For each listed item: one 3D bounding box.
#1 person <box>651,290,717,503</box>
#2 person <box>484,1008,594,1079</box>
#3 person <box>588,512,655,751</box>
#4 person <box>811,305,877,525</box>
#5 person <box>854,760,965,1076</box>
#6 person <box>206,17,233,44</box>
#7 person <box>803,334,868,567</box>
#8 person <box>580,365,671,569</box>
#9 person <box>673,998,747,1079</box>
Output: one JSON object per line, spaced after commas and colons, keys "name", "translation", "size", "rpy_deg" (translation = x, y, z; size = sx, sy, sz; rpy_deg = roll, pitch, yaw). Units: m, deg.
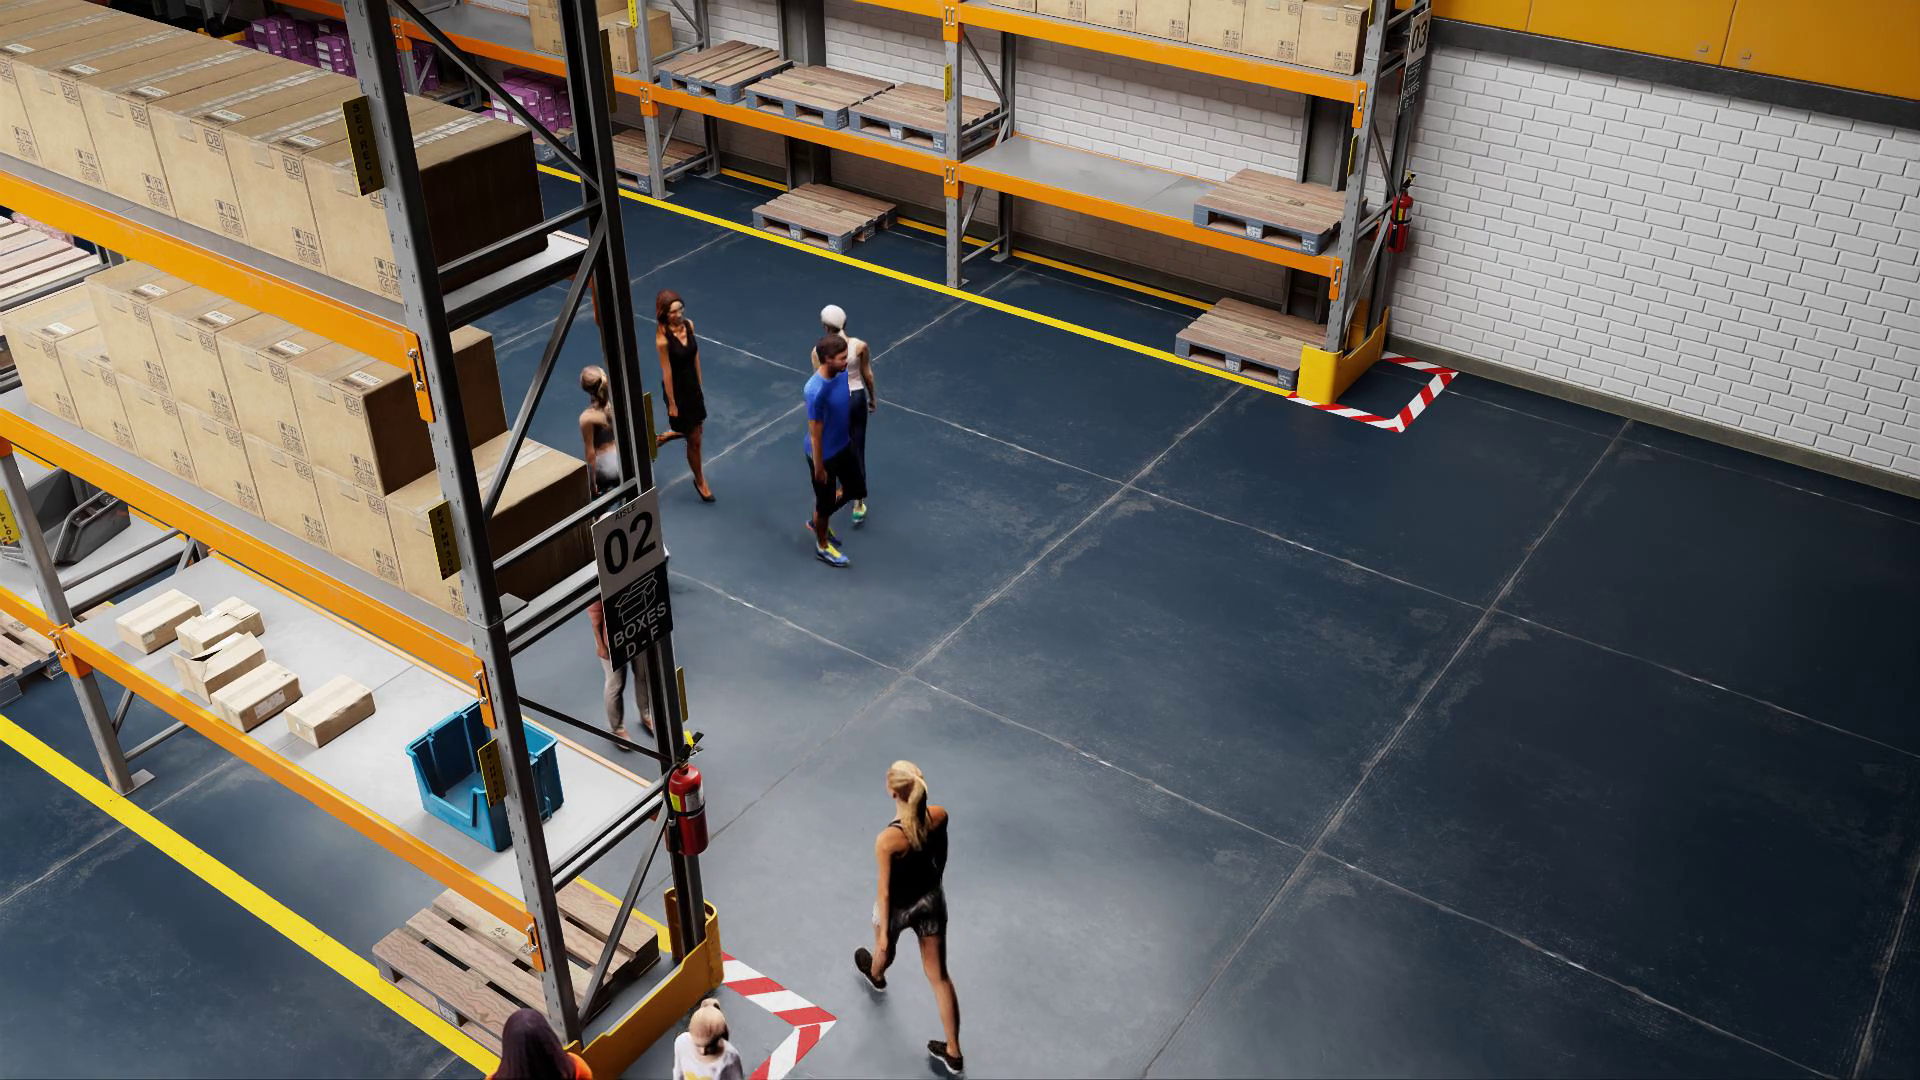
{"name": "person", "translation": [-2.198, -1.091, 12.729], "size": [0.932, 1.811, 0.641], "rpy_deg": [16, 37, 22]}
{"name": "person", "translation": [-1.765, 2.651, 7.156], "size": [0.705, 1.748, 0.737], "rpy_deg": [-11, 35, -16]}
{"name": "person", "translation": [-2.094, 0.541, 10.353], "size": [0.636, 1.724, 0.596], "rpy_deg": [-26, 42, -33]}
{"name": "person", "translation": [-0.861, -0.917, 12.624], "size": [1.196, 1.638, 1.225], "rpy_deg": [-3, 34, -5]}
{"name": "person", "translation": [-0.184, 1.880, 8.278], "size": [0.935, 1.790, 1.286], "rpy_deg": [-21, 39, -28]}
{"name": "person", "translation": [-8.893, -5.691, 20.146], "size": [0.532, 1.262, 0.514], "rpy_deg": [28, 43, 35]}
{"name": "person", "translation": [-1.025, -0.670, 12.060], "size": [0.726, 1.851, 0.678], "rpy_deg": [17, 37, 24]}
{"name": "person", "translation": [-2.451, -0.457, 11.893], "size": [1.004, 1.682, 0.592], "rpy_deg": [23, 40, 30]}
{"name": "person", "translation": [-1.132, 2.547, 7.750], "size": [0.539, 1.264, 0.632], "rpy_deg": [11, 35, 16]}
